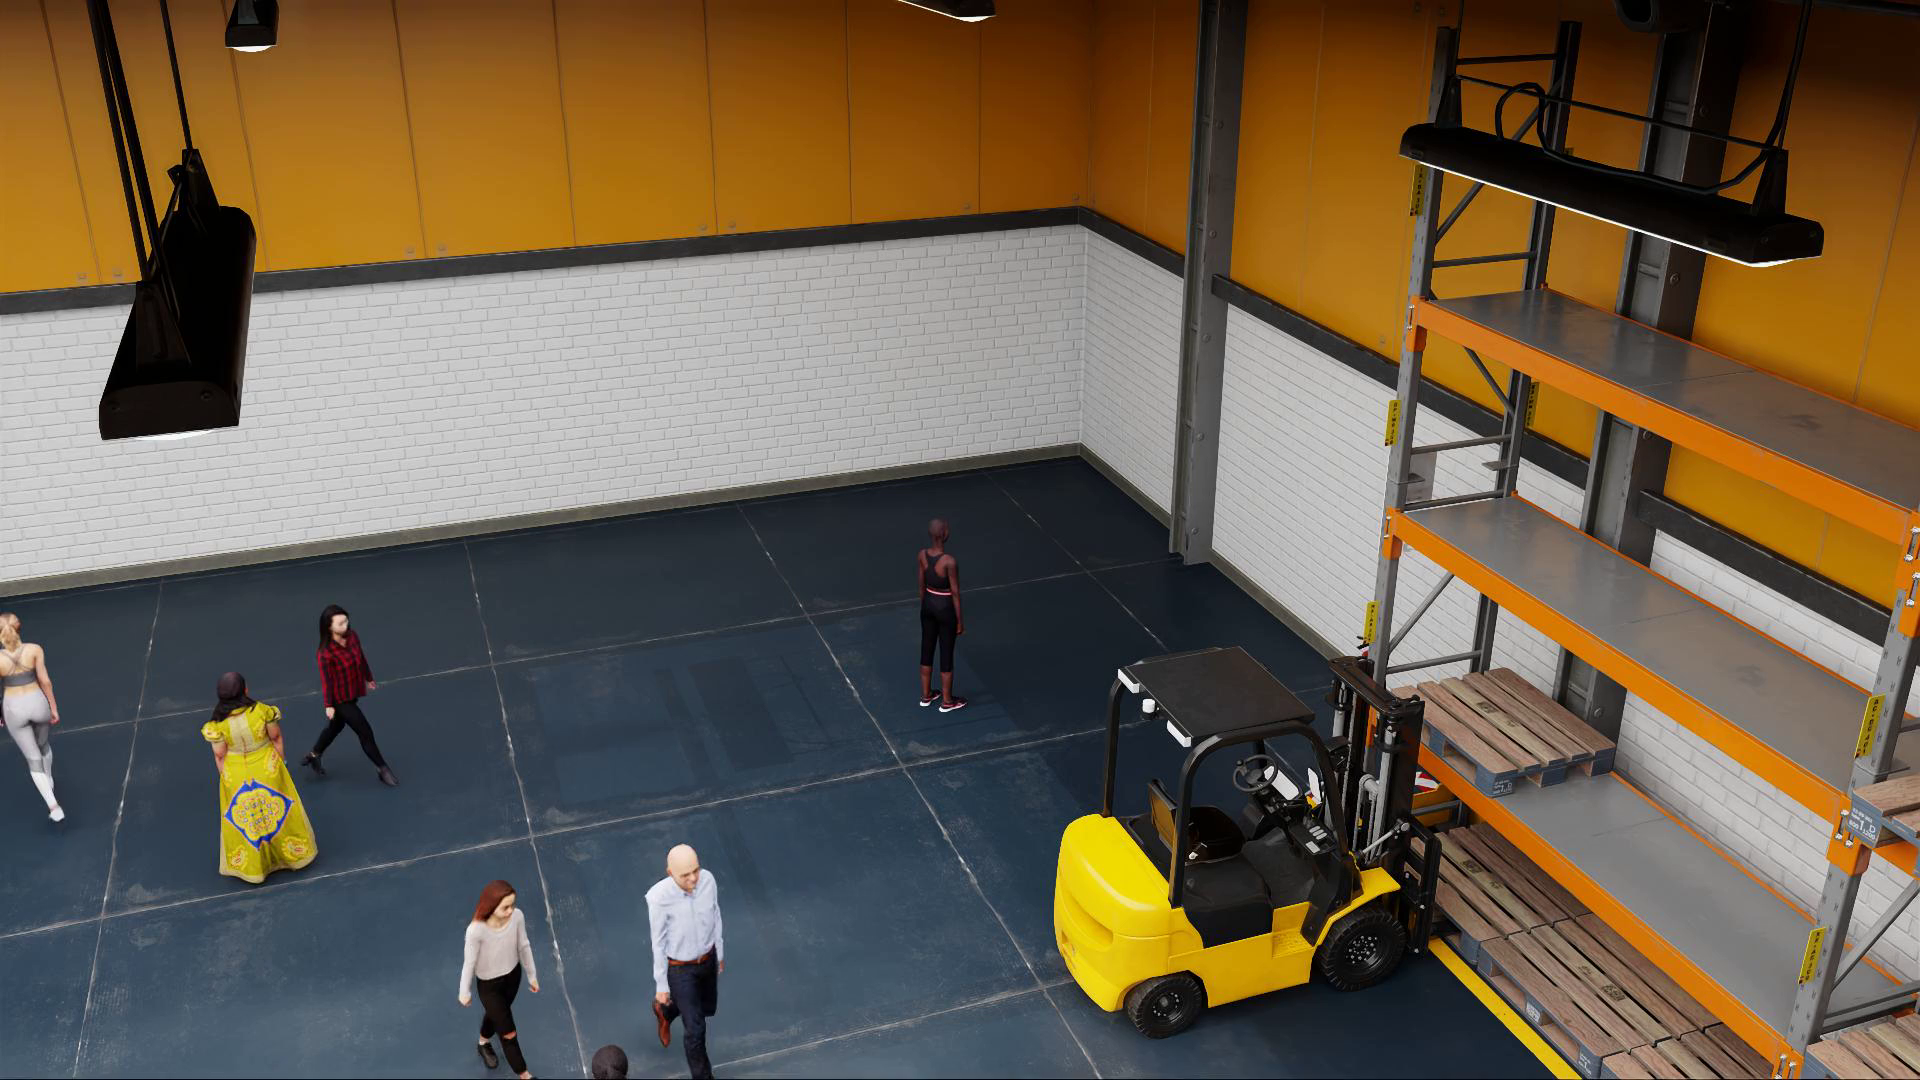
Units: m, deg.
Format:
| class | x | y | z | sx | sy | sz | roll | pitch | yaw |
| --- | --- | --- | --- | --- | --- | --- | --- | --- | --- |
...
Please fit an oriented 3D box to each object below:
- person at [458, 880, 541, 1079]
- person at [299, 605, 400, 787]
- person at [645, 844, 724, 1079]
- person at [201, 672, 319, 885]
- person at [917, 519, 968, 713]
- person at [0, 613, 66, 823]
| class | x | y | z | sx | sy | sz | roll | pitch | yaw |
| --- | --- | --- | --- | --- | --- | --- | --- | --- | --- |
| person | -2.841 | 2.660 | 10.110 | 1.071 | 1.435 | 0.883 | 20 | 31 | 39 |
| person | -4.943 | 1.239 | 13.140 | 1.090 | 1.610 | 1.111 | 4 | 24 | 10 |
| person | -1.665 | 2.540 | 9.976 | 0.924 | 1.762 | 1.166 | -21 | 31 | -39 |
| person | -5.107 | 1.704 | 12.018 | 0.893 | 1.659 | 0.826 | -12 | 26 | -25 |
| person | -0.191 | 0.635 | 14.331 | 0.642 | 1.763 | 0.734 | 16 | 28 | 32 |
| person | -7.130 | 1.387 | 12.739 | 0.818 | 1.661 | 1.207 | -17 | 29 | -34 |
